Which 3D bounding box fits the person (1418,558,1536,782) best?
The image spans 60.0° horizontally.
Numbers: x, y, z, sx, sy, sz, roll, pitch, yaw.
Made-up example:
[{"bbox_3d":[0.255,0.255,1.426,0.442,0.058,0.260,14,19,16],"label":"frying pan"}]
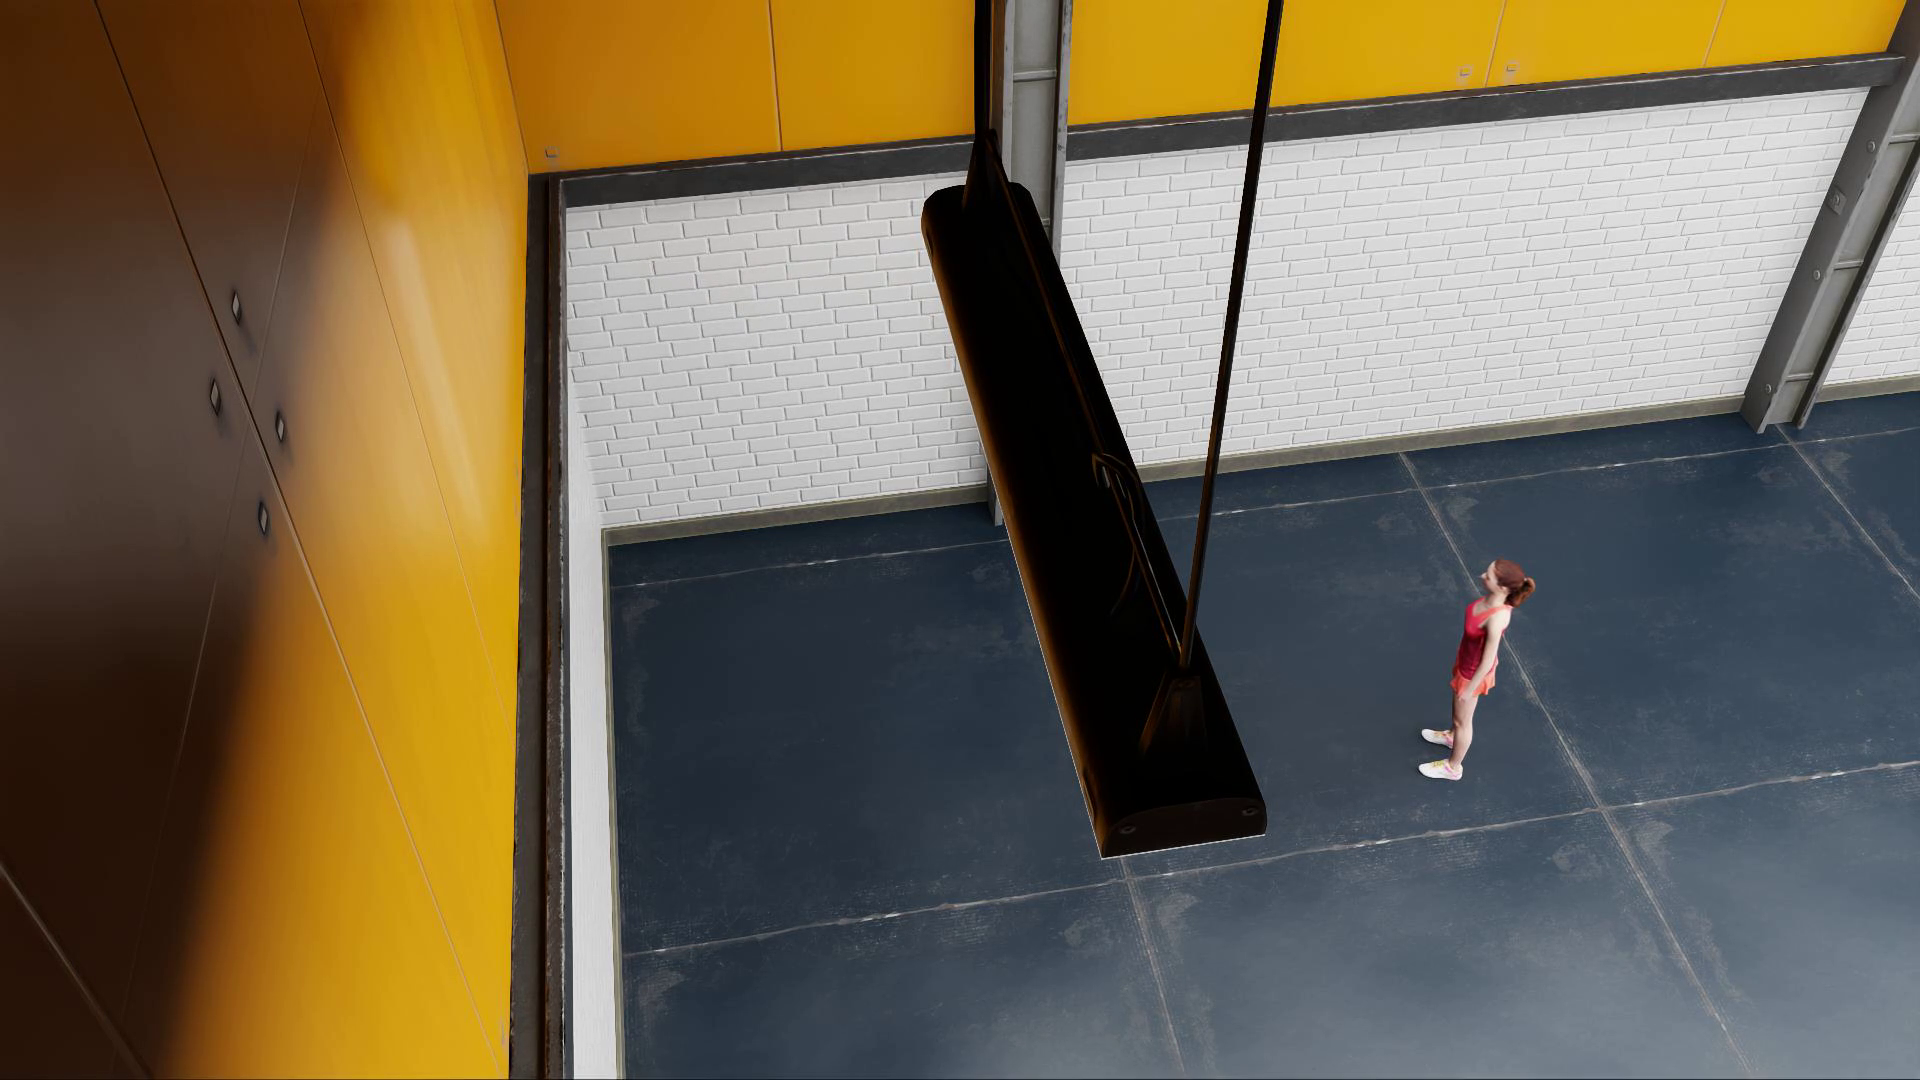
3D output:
[{"bbox_3d":[3.066,0.752,9.918,0.683,1.754,0.655,11,45,11],"label":"person"}]
